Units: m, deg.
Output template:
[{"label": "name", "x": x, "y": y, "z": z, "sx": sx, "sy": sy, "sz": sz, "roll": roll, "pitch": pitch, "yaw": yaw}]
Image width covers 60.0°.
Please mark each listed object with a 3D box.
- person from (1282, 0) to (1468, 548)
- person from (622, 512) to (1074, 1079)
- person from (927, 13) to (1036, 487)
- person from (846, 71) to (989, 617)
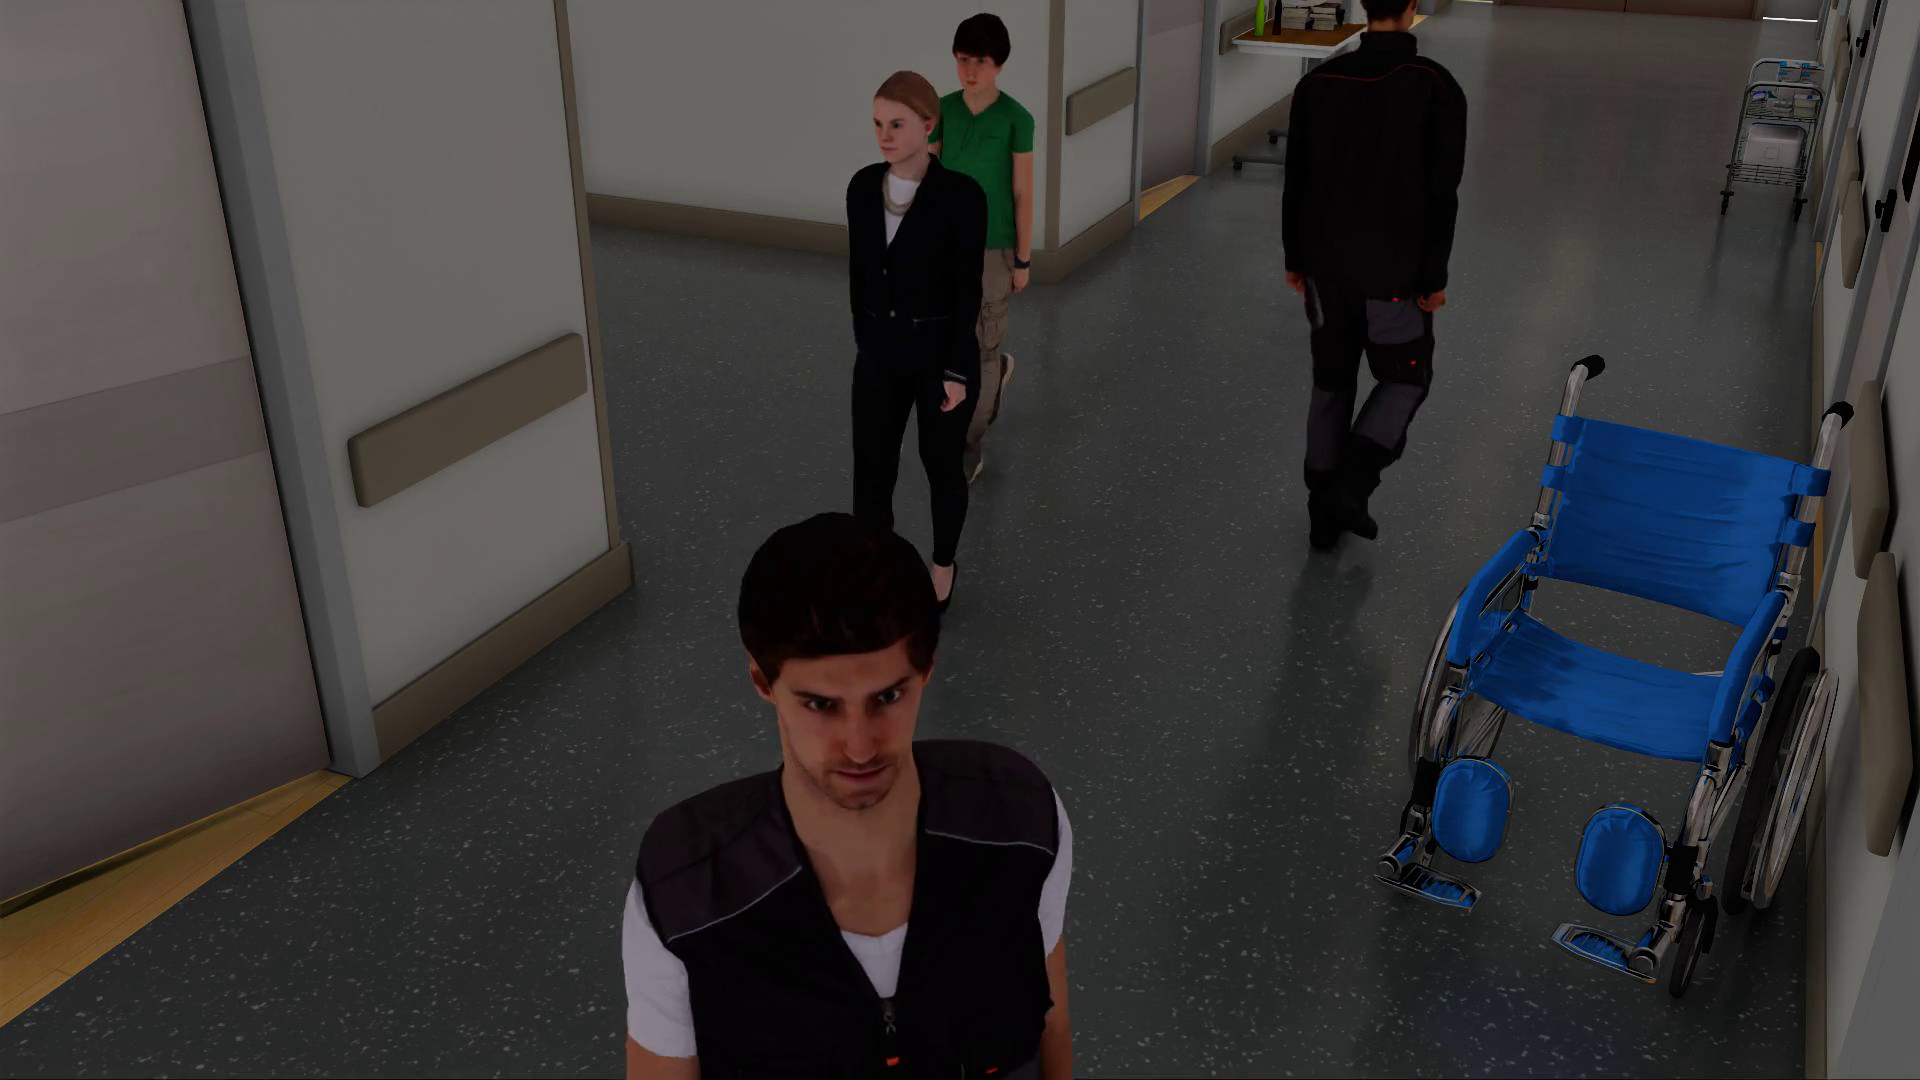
[{"label": "person", "x": 1.249, "y": -0.838, "z": 5.219, "sx": 0.752, "sy": 1.928, "sz": 0.753, "roll": 15, "pitch": 30, "yaw": 28}, {"label": "person", "x": -0.119, "y": 0.772, "z": 1.992, "sx": 0.910, "sy": 1.830, "sz": 0.978, "roll": -6, "pitch": 26, "yaw": -12}, {"label": "person", "x": 0.069, "y": -1.058, "z": 6.006, "sx": 0.578, "sy": 1.640, "sz": 0.926, "roll": 11, "pitch": 28, "yaw": 22}, {"label": "person", "x": -0.079, "y": -0.517, "z": 4.856, "sx": 0.626, "sy": 1.665, "sz": 0.779, "roll": 10, "pitch": 27, "yaw": 20}]
